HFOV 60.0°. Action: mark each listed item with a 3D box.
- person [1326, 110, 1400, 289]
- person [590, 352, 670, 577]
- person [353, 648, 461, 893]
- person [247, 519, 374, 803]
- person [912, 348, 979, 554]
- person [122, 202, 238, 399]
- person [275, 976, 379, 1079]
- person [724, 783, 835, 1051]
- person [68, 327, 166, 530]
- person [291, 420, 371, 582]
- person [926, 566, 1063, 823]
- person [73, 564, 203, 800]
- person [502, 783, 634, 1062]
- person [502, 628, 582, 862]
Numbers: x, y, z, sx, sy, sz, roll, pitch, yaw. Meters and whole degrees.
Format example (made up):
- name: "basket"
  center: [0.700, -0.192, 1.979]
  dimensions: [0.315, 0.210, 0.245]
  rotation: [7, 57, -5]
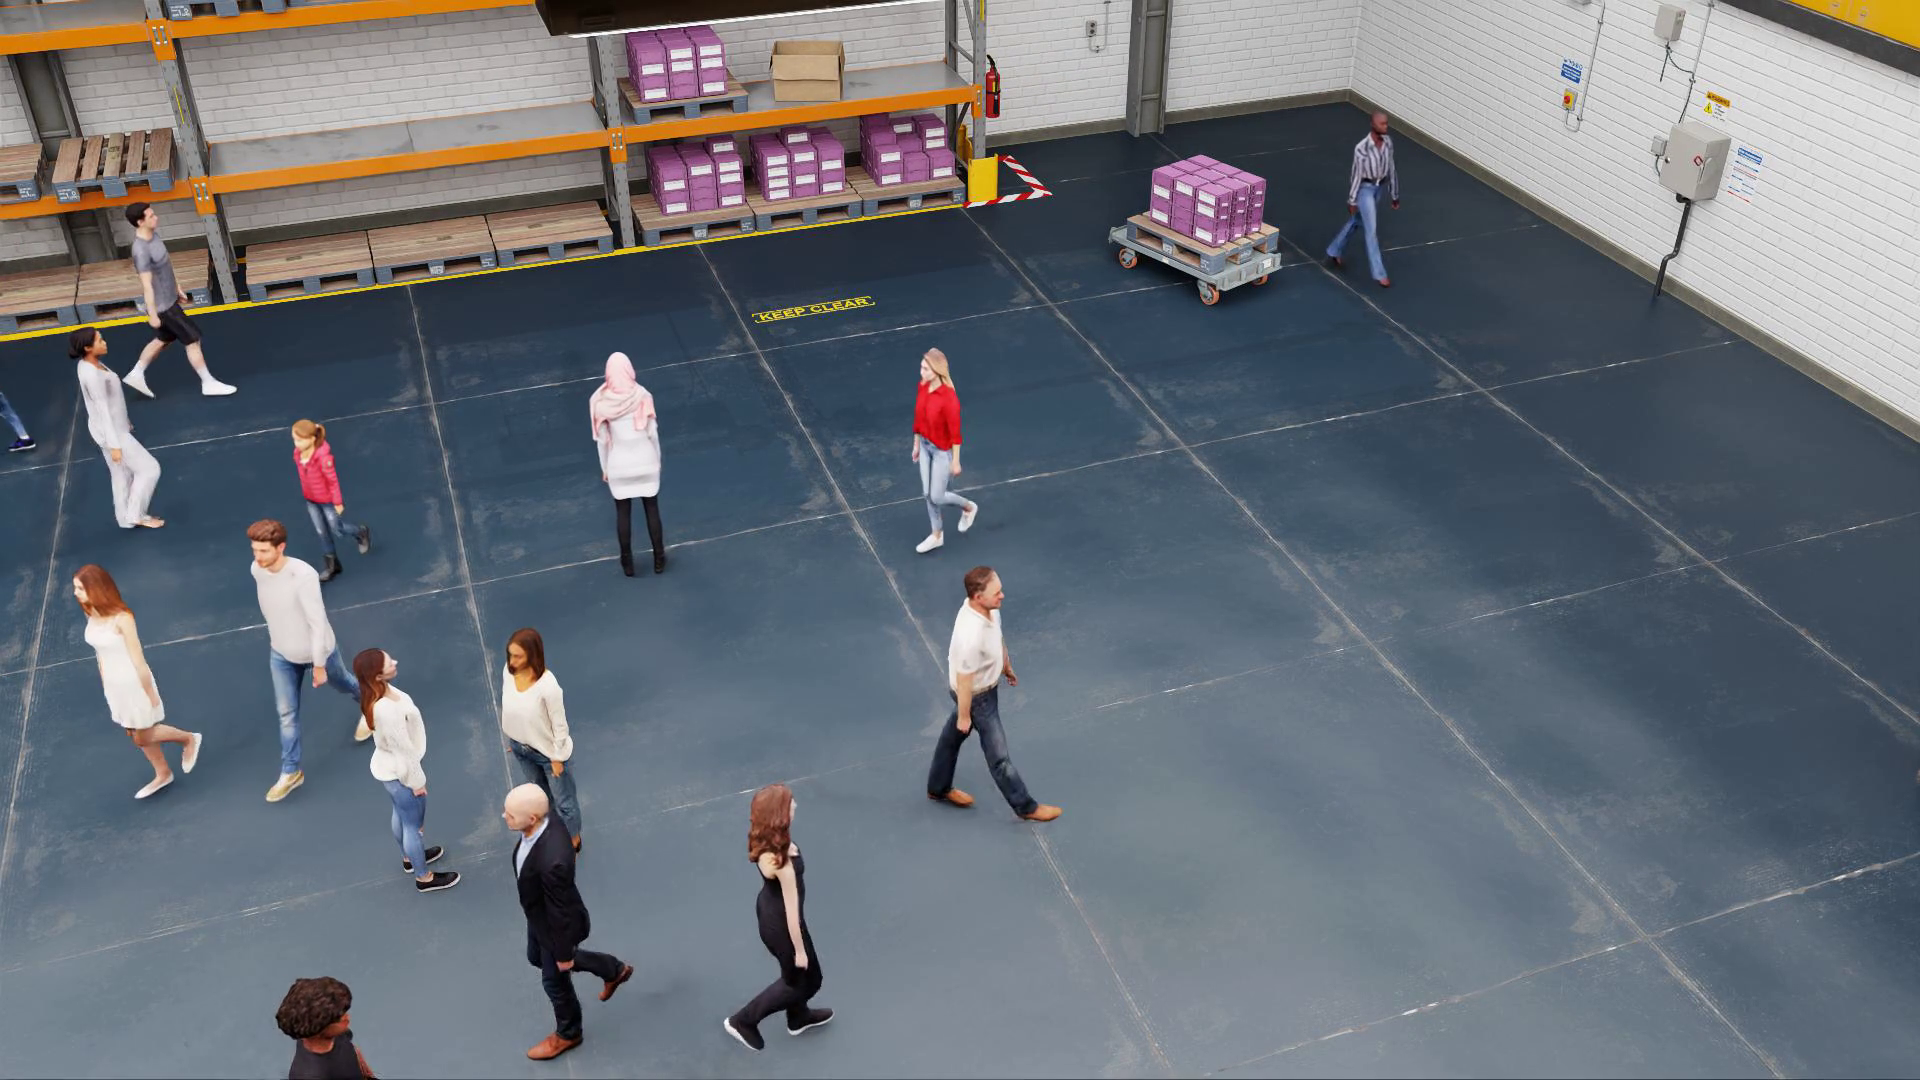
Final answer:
- name: "person"
  center: [4.021, -3.450, 16.682]
  dimensions: [1.208, 1.738, 0.978]
  rotation: [-24, 40, -31]
- name: "person"
  center: [-2.416, -0.549, 12.261]
  dimensions: [0.571, 1.800, 0.722]
  rotation: [-4, 34, -7]
- name: "person"
  center: [-3.218, 1.313, 9.560]
  dimensions: [0.617, 1.689, 0.661]
  rotation: [-19, 38, -27]
- name: "person"
  center: [-4.039, 0.635, 10.438]
  dimensions: [1.251, 1.847, 1.228]
  rotation: [10, 35, 15]
- name: "person"
  center: [-0.117, -0.687, 12.566]
  dimensions: [0.861, 1.692, 0.747]
  rotation: [-23, 40, -30]
- name: "person"
  center: [-7.048, -2.050, 14.481]
  dimensions: [1.199, 1.843, 0.787]
  rotation: [-8, 34, -12]
- name: "person"
  center: [-2.881, 2.644, 7.493]
  dimensions: [0.640, 1.762, 0.694]
  rotation: [-8, 34, -12]
- name: "person"
  center: [-0.983, 1.973, 8.527]
  dimensions: [0.815, 1.735, 0.600]
  rotation: [-12, 35, -17]
- name: "person"
  center: [-6.568, -0.805, 12.717]
  dimensions: [0.695, 1.722, 0.718]
  rotation: [-18, 38, -25]
- name: "person"
  center: [-4.696, -0.335, 12.384]
  dimensions: [0.782, 1.307, 0.829]
  rotation: [13, 36, 19]
- name: "person"
  center: [-0.009, 0.911, 10.046]
  dimensions: [1.233, 1.821, 1.076]
  rotation: [7, 34, 11]
- name: "person"
  center: [-5.050, 0.836, 10.268]
  dimensions: [0.784, 1.701, 0.853]
  rotation: [18, 38, 25]
- name: "person"
  center: [-2.011, 1.924, 8.552]
  dimensions: [0.918, 1.787, 0.752]
  rotation: [-17, 37, -23]
- name: "person"
  center: [-2.446, 1.201, 9.736]
  dimensions: [0.695, 1.681, 0.728]
  rotation: [19, 38, 27]
